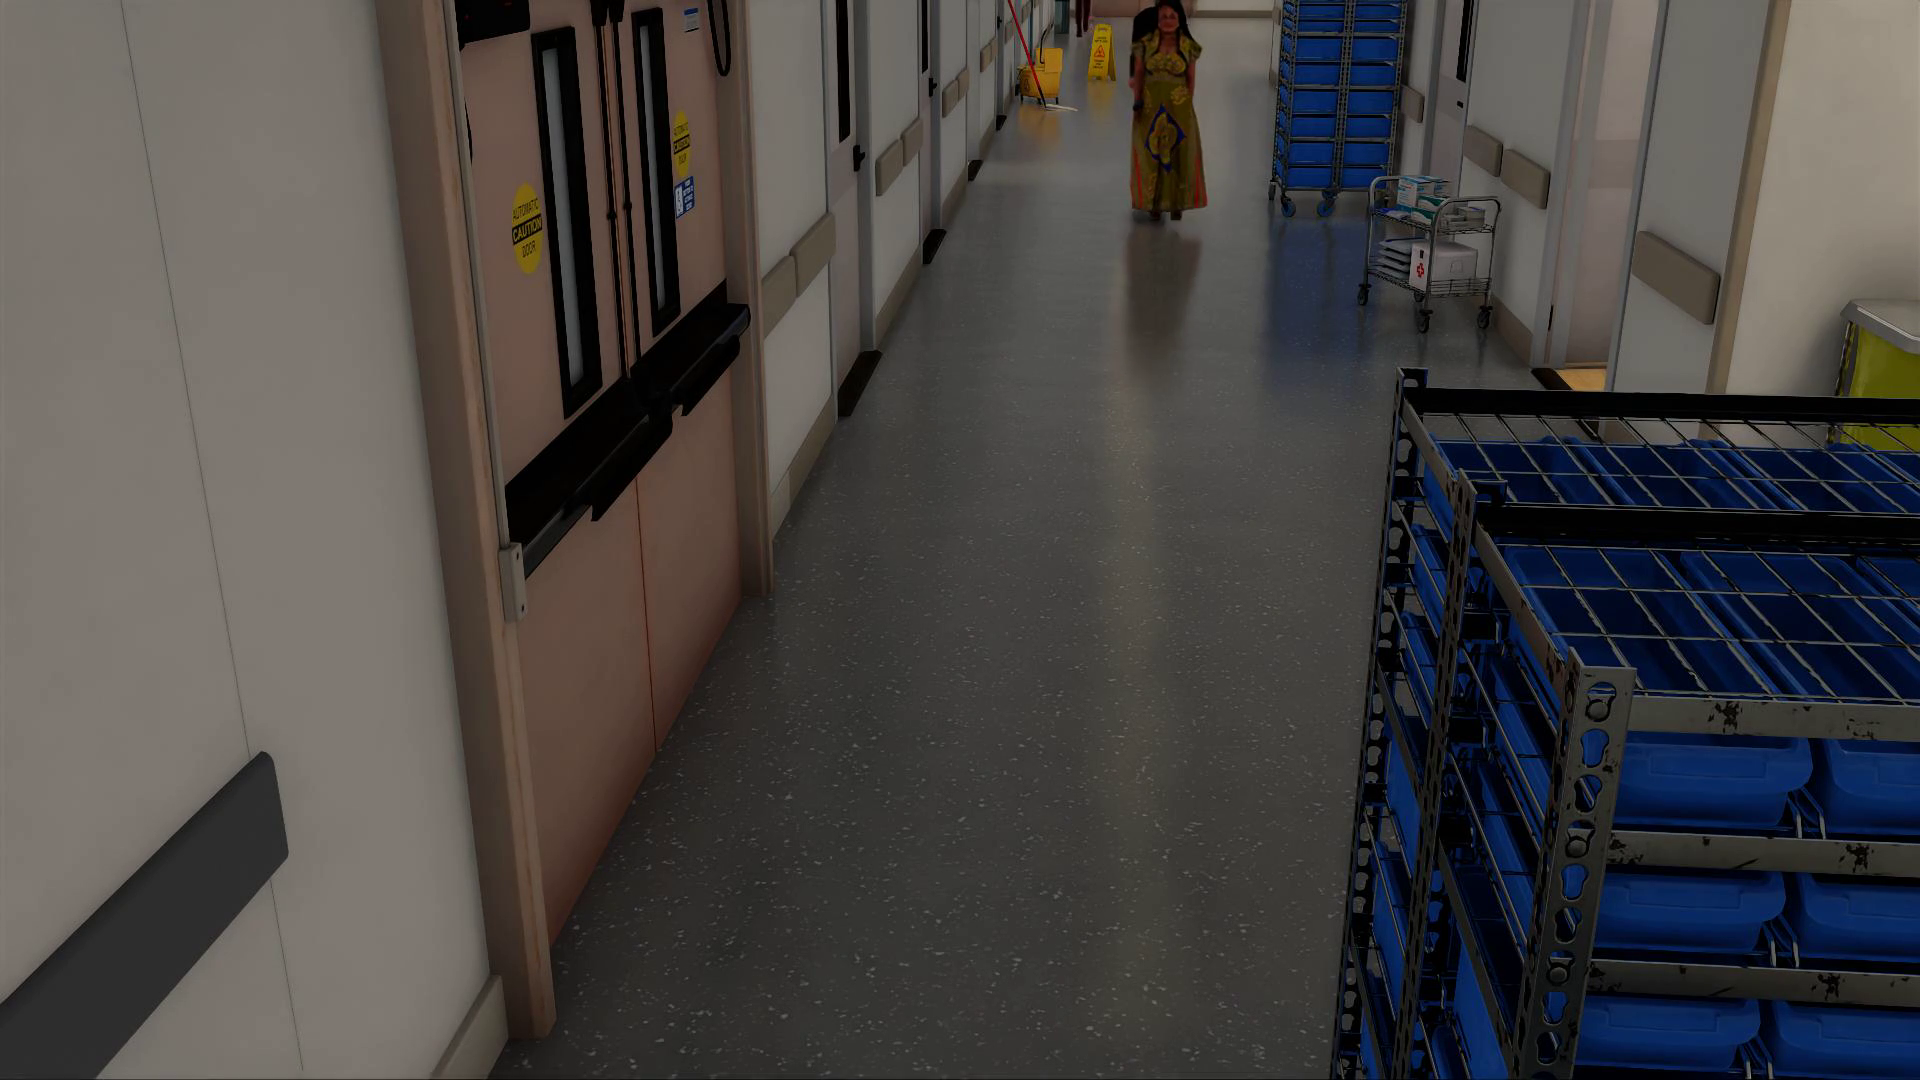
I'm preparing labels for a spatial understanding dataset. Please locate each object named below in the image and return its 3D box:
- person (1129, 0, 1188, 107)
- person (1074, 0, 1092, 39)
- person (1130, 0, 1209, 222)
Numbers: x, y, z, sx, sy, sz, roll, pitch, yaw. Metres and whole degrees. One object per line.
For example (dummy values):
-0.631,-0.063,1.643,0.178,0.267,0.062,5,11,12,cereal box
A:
1.805,-4.269,15.190,0.710,1.714,0.687,5,21,13,person
2.289,-10.266,31.048,0.640,1.697,0.742,4,21,11,person
1.534,-3.260,12.625,0.781,1.645,0.739,1,21,3,person
